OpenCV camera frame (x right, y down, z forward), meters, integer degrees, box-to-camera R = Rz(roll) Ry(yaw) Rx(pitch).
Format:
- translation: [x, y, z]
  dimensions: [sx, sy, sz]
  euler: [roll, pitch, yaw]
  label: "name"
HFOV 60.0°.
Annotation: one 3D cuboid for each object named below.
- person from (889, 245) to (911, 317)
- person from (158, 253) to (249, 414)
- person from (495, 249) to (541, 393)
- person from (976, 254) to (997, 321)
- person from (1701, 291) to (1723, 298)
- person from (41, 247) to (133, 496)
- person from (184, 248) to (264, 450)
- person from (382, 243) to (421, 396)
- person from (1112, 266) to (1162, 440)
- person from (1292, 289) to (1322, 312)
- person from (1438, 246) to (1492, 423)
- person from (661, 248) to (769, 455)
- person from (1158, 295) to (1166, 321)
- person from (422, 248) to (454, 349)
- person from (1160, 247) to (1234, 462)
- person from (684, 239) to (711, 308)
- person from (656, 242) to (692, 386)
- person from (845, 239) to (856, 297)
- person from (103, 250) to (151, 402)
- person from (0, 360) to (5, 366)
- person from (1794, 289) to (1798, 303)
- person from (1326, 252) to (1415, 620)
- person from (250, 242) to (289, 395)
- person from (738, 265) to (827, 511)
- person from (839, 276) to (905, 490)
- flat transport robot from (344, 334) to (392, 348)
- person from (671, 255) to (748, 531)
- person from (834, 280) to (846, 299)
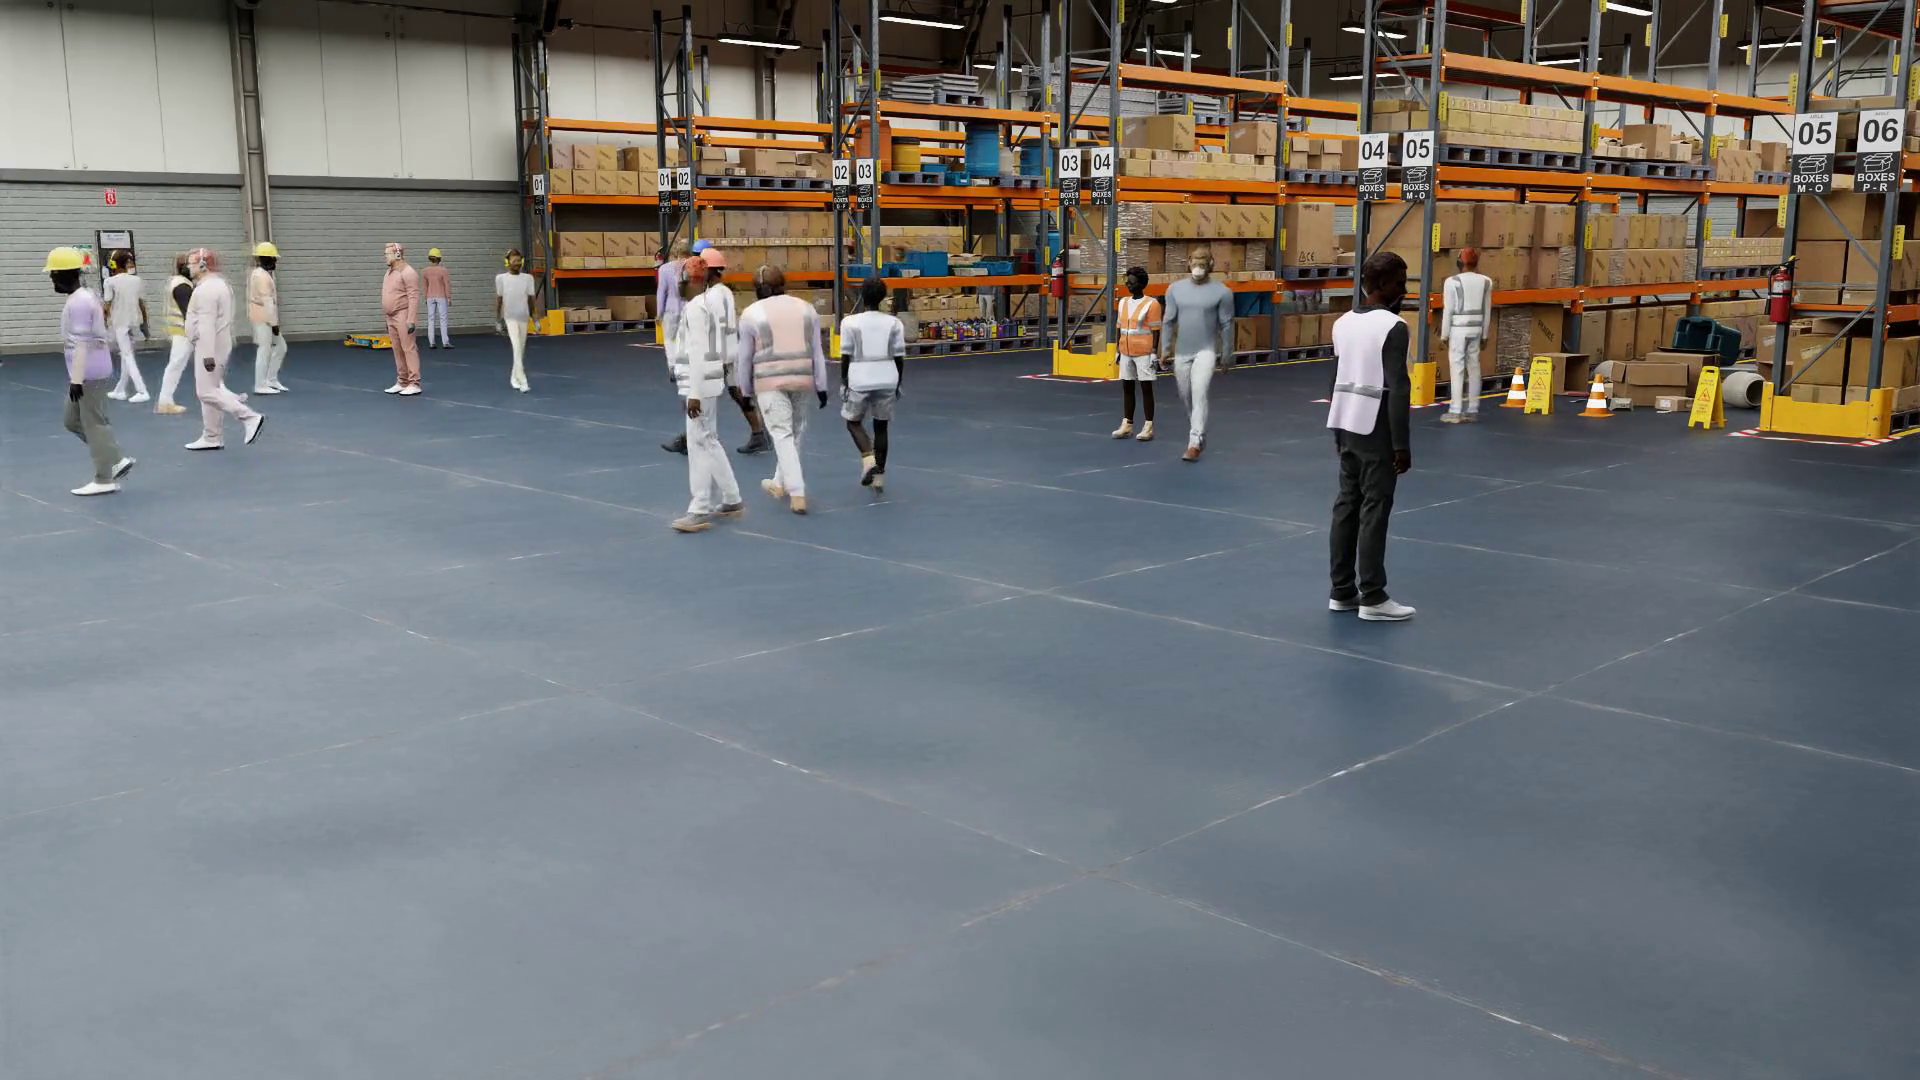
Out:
- translation: [-1.036, -4.302, 29.476]
  dimensions: [0.521, 1.833, 0.430]
  euler: [10, 14, 43]
  label: "person"
- translation: [-8.697, -2.346, 18.906]
  dimensions: [0.980, 1.786, 0.661]
  euler: [-4, 11, -21]
  label: "person"
- translation: [-5.728, -2.849, 21.557]
  dimensions: [0.529, 1.830, 0.959]
  euler: [-5, 12, -28]
  label: "person"
- translation: [0.510, -4.806, 32.743]
  dimensions: [0.264, 1.632, 0.507]
  euler: [-10, 14, -44]
  label: "person"
- translation: [14.261, -4.697, 31.622]
  dimensions: [0.432, 1.825, 0.636]
  euler: [-3, 11, -17]
  label: "person"
- translation: [-6.792, -1.297, 12.860]
  dimensions: [0.431, 1.911, 0.599]
  euler: [-6, 12, -30]
  label: "person"
- translation: [-6.948, -1.780, 15.549]
  dimensions: [0.654, 1.888, 0.650]
  euler: [-3, 11, -14]
  label: "person"
- translation: [-7.084, -2.789, 21.003]
  dimensions: [0.649, 1.906, 0.401]
  euler: [10, 15, 44]
  label: "person"
- translation: [1.741, -1.840, 16.397]
  dimensions: [0.317, 1.695, 0.540]
  euler: [-10, 14, -44]
  label: "person"
- translation: [6.115, -4.399, 29.460]
  dimensions: [0.624, 2.027, 0.584]
  euler: [10, 14, 42]
  label: "person"
- translation: [5.436, -2.212, 17.919]
  dimensions: [0.582, 1.882, 0.342]
  euler: [-3, 11, -18]
  label: "person"
- translation: [-2.224, -1.715, 15.233]
  dimensions: [1.018, 1.886, 0.559]
  euler: [1, 10, 7]
  label: "person"
- translation: [3.897, -4.537, 30.285]
  dimensions: [0.691, 2.000, 1.024]
  euler: [5, 11, 25]
  label: "person"
- translation: [-9.273, -4.282, 29.521]
  dimensions: [0.530, 1.772, 0.303]
  euler: [2, 11, 10]
  label: "person"
- translation: [2.176, -1.709, 15.141]
  dimensions: [0.629, 1.907, 0.937]
  euler: [5, 12, 26]
  label: "person"
- translation: [-3.358, -2.920, 21.603]
  dimensions: [0.403, 1.945, 0.615]
  euler: [-8, 13, -37]
  label: "person"
- translation: [-3.727, -3.010, 22.232]
  dimensions: [0.679, 1.909, 0.503]
  euler: [-3, 11, -17]
  label: "person"
- translation: [-2.299, -5.436, 35.366]
  dimensions: [0.437, 1.930, 0.565]
  euler: [-4, 11, -21]
  label: "person"
- translation: [-10.166, -2.596, 20.189]
  dimensions: [0.889, 1.826, 0.553]
  euler: [5, 11, 24]
  label: "person"
- translation: [-14.658, -3.488, 24.726]
  dimensions: [0.631, 1.929, 0.884]
  euler: [9, 14, 41]
  label: "person"
- translation: [16.268, -4.859, 32.235]
  dimensions: [0.854, 1.926, 0.652]
  euler: [0, 10, 3]
  label: "person"
- translation: [2.154, -0.548, 8.768]
  dimensions: [0.394, 1.914, 0.587]
  euler: [-4, 11, -21]
  label: "person"
- translation: [-8.736, -2.799, 21.049]
  dimensions: [0.573, 1.904, 0.610]
  euler: [-5, 11, -24]
  label: "person"
- translation: [-1.331, -1.125, 12.302]
  dimensions: [0.645, 1.787, 0.940]
  euler: [-6, 12, -31]
  label: "person"
- translation: [-0.680, -1.220, 13.048]
  dimensions: [0.545, 1.679, 0.408]
  euler: [-3, 11, -18]
  label: "person"
- translation: [-10.478, -3.596, 29.983]
  dimensions: [0.652, 0.197, 1.431]
  euler: [-10, 14, -44]
  label: "flat transport robot"
- translation: [-1.748, -1.017, 11.483]
  dimensions: [0.511, 1.865, 0.690]
  euler: [-1, 10, -6]
  label: "person"
- translation: [-2.790, -5.599, 36.619]
  dimensions: [0.883, 1.787, 0.609]
  euler: [-7, 12, -32]
  label: "person"
